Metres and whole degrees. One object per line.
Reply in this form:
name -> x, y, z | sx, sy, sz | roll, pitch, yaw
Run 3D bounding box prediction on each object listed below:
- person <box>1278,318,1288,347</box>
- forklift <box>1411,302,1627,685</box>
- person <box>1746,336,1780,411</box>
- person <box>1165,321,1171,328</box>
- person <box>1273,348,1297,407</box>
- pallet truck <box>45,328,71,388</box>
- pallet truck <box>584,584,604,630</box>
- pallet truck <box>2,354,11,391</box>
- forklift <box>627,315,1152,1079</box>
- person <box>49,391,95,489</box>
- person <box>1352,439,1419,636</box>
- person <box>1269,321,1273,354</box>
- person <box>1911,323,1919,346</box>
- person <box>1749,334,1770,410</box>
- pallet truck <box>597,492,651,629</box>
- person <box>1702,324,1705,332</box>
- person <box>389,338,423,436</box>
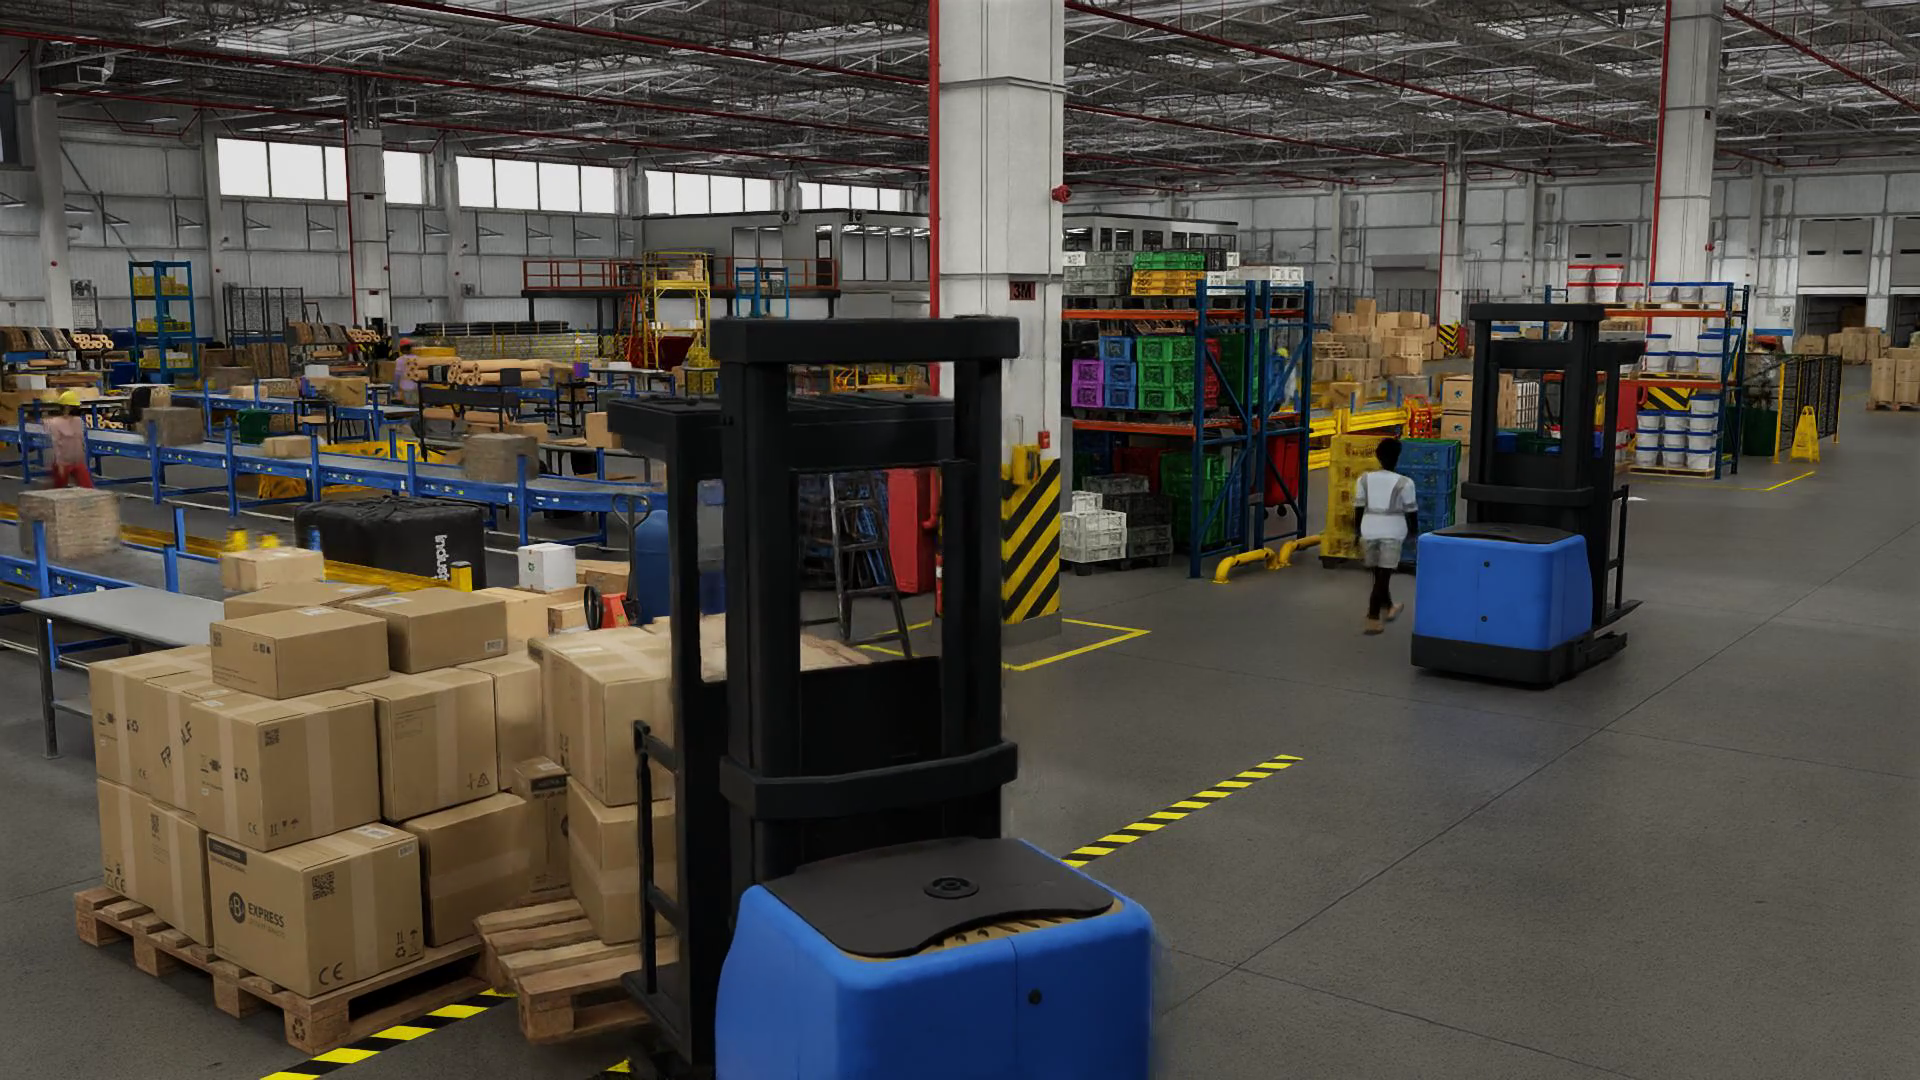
person -> 15.396, -9.801, 79.086 | 0.605, 1.951, 0.383 | -3, 9, -18
forklift -> 4.379, -0.438, 12.852 | 1.129, 2.768, 1.873 | 7, 11, 37
person -> 18.735, -3.797, 38.717 | 0.681, 1.917, 0.553 | 5, 10, 29
person -> 7.320, -6.690, 58.192 | 0.615, 1.926, 0.927 | -2, 9, -15
person -> 6.432, -2.931, 33.208 | 0.604, 1.816, 0.428 | 7, 11, 41
pallet truck -> -23.775, -4.544, 43.495 | 1.885, 1.965, 0.823 | 6, 10, 35
pallet truck -> -1.426, 0.805, 10.019 | 1.601, 1.201, 0.680 | -4, 9, -26
pallet truck -> -24.881, -4.417, 42.634 | 1.885, 1.965, 0.823 | 8, 11, 41
forklift -> -0.286, 0.669, 5.386 | 1.129, 2.768, 1.873 | -5, 10, -28
person -> -10.488, -0.885, 19.704 | 0.749, 1.738, 0.537 | 3, 9, 22
person -> 3.687, -0.042, 14.267 | 0.555, 1.649, 0.855 | 8, 11, 42
person -> 13.469, -8.771, 72.863 | 0.511, 1.729, 0.391 | 2, 9, 14
person -> 34.265, -6.843, 59.524 | 0.430, 1.840, 0.625 | 3, 9, 18
person -> 19.052, -3.925, 39.570 | 0.441, 1.923, 0.556 | 4, 9, 23
pallet truck -> -3.115, 0.344, 12.883 | 0.653, 1.274, 1.630 | 7, 11, 37
person -> 32.791, -9.027, 74.043 | 0.628, 1.891, 0.711 | -1, 8, -6
person -> -11.281, -3.106, 33.819 | 1.031, 1.985, 0.634 | 4, 9, 23
